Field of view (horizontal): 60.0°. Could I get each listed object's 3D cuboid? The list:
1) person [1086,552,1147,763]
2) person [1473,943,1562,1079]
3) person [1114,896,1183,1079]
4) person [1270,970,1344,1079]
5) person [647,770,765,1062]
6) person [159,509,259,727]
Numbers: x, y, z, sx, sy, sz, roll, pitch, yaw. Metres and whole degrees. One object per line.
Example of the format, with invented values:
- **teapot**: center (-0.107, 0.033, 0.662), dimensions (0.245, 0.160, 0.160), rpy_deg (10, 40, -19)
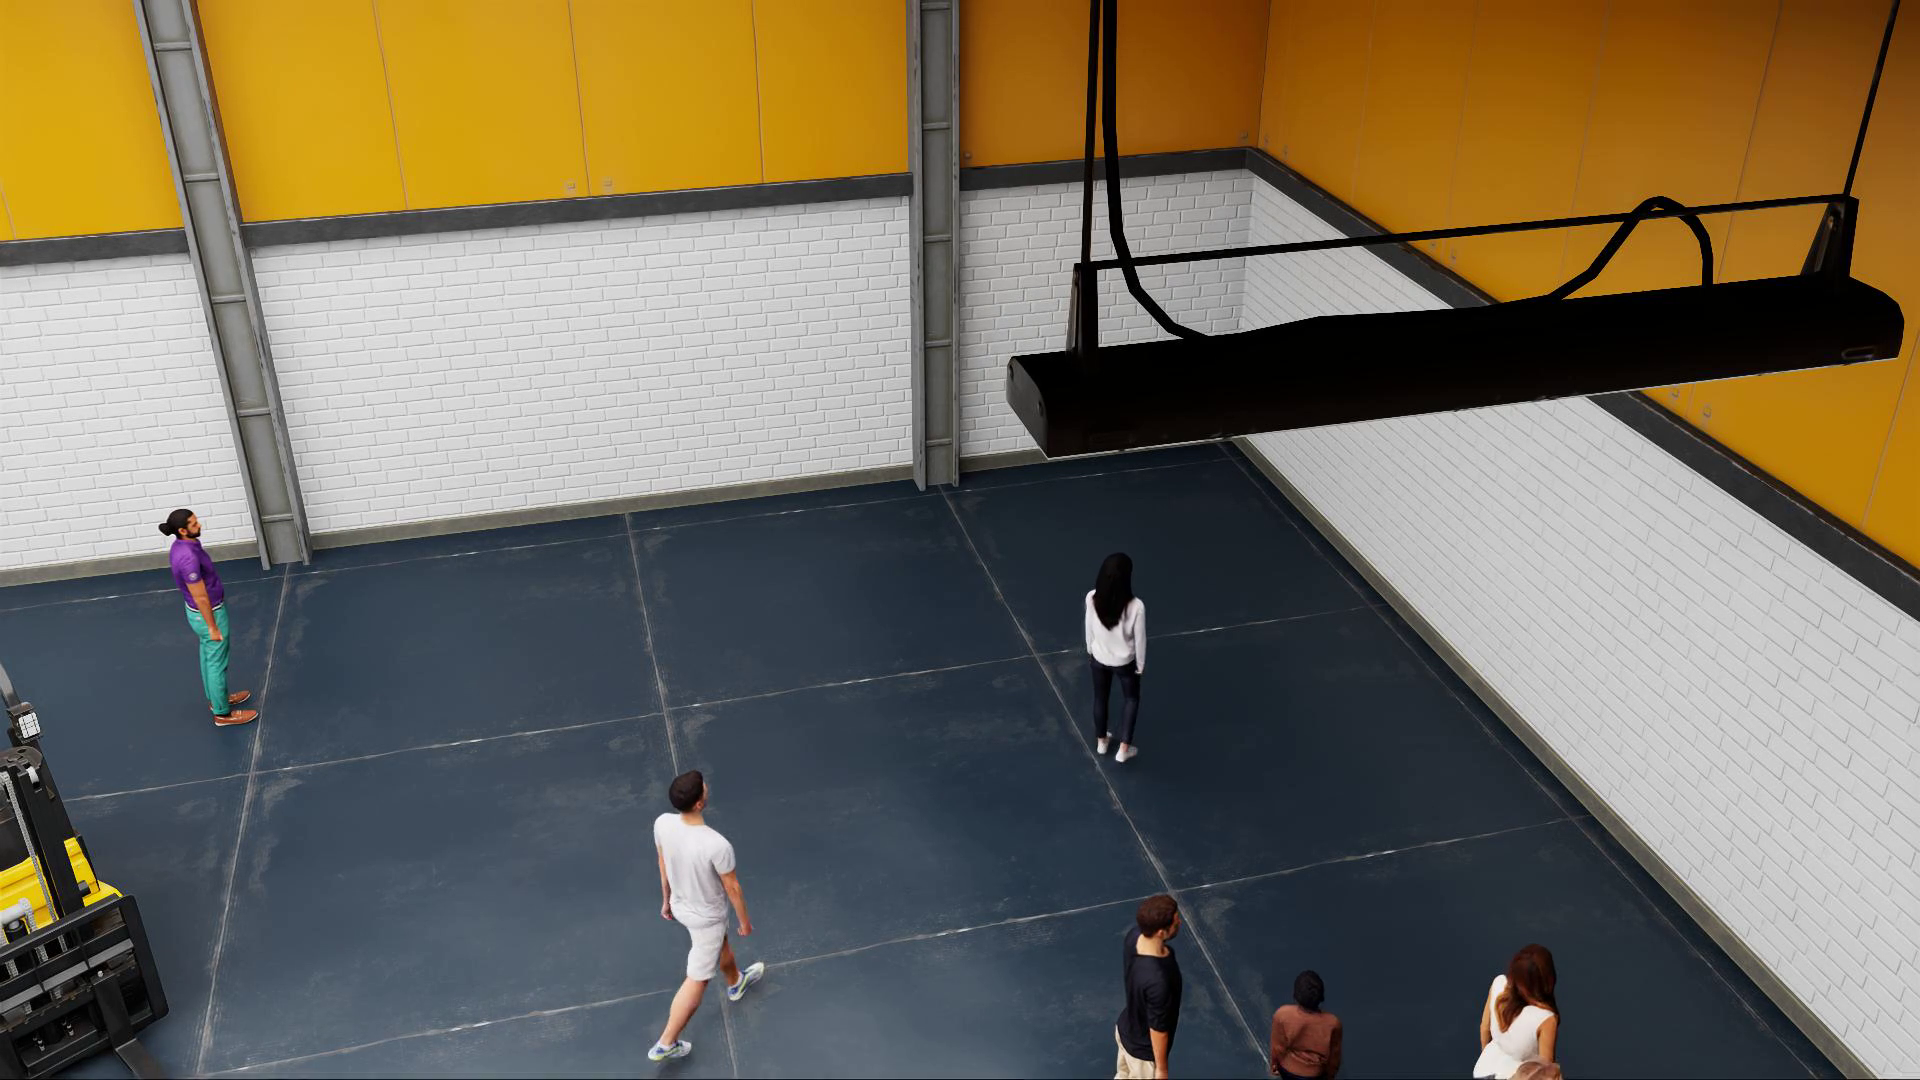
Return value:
- **person**: center (1.080, 0.860, 11.883), dimensions (0.725, 1.699, 0.803), rpy_deg (10, 30, 17)
- **person**: center (2.746, 2.733, 8.360), dimensions (0.605, 1.786, 0.636), rpy_deg (-15, 32, -26)
- **person**: center (0.940, 2.572, 8.584), dimensions (0.545, 1.854, 0.633), rpy_deg (-6, 29, -10)
- **person**: center (1.805, 2.811, 8.780), dimensions (0.679, 1.246, 0.733), rpy_deg (9, 30, 16)
- **person**: center (-1.527, 2.146, 9.408), dimensions (1.191, 1.813, 1.322), rpy_deg (19, 34, 31)
- **person**: center (-5.620, 0.553, 12.375), dimensions (0.654, 1.768, 0.692), rpy_deg (-16, 32, -27)
